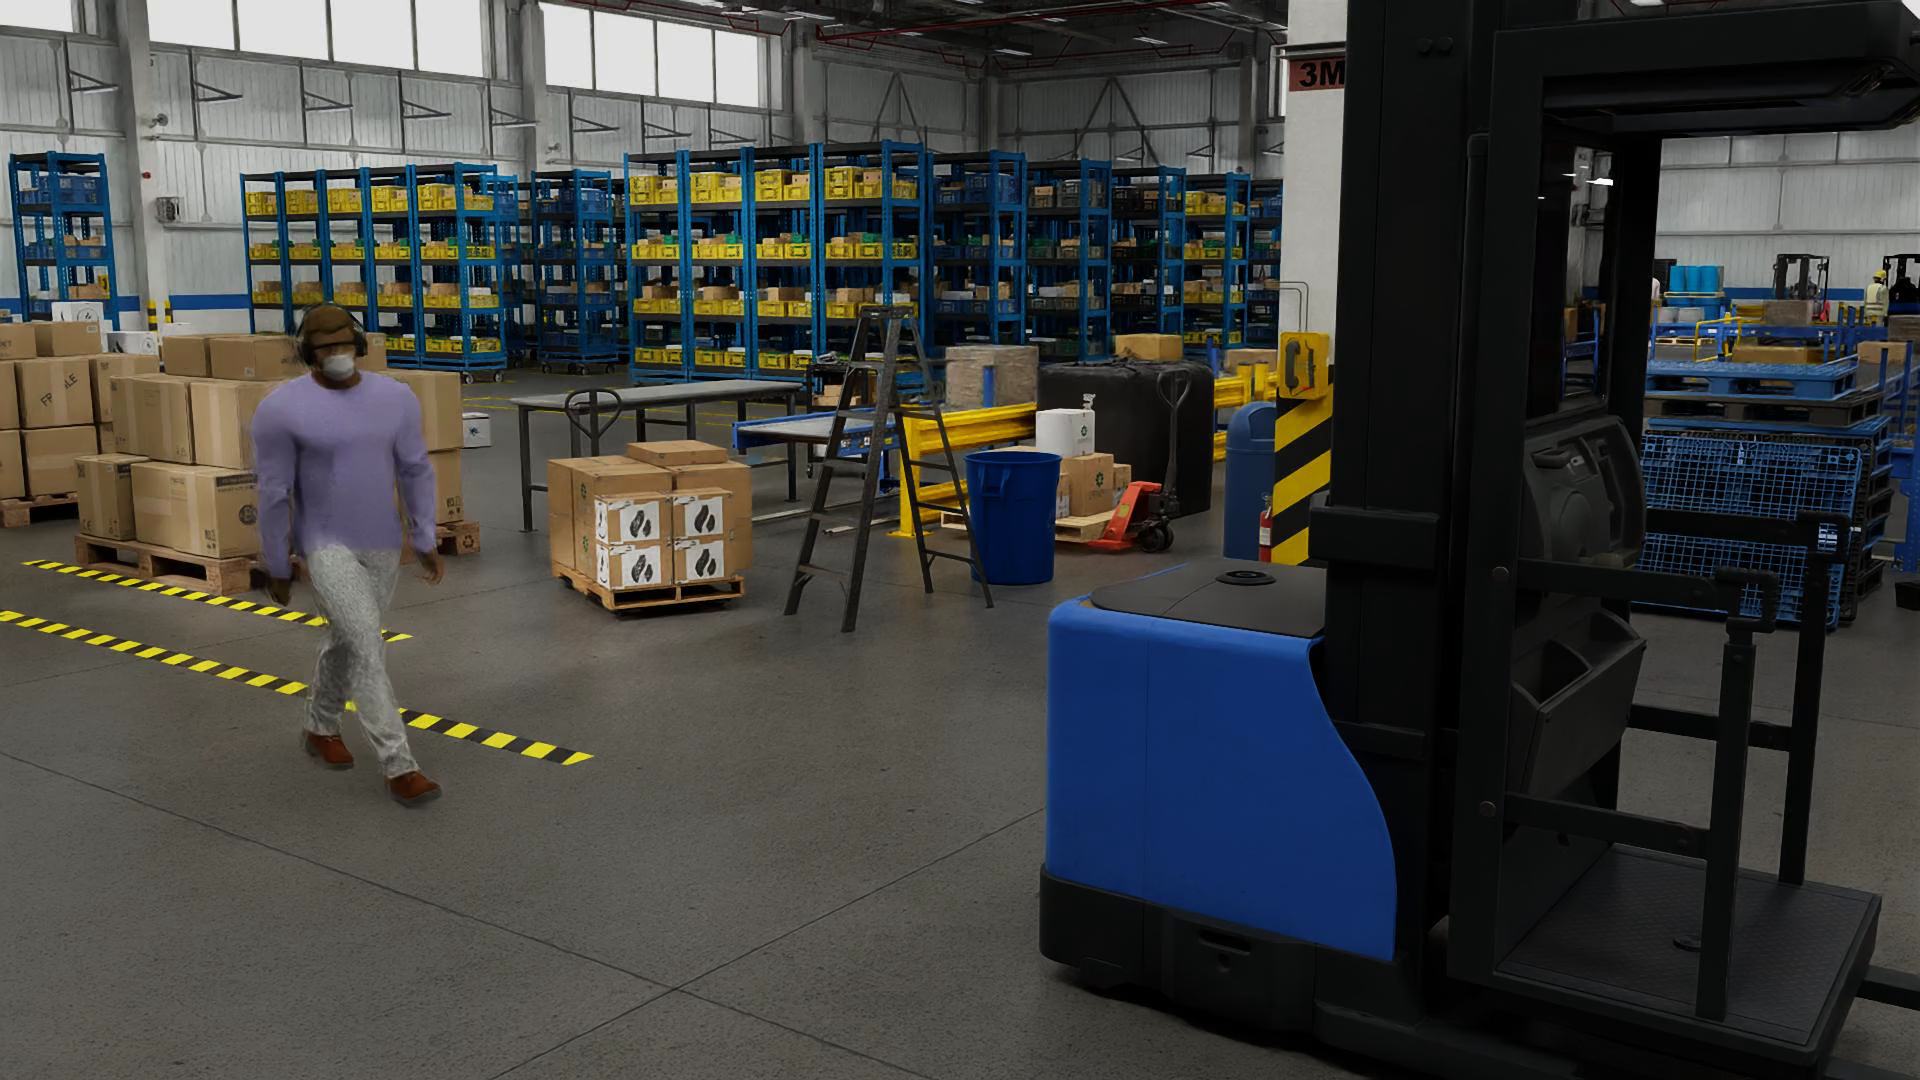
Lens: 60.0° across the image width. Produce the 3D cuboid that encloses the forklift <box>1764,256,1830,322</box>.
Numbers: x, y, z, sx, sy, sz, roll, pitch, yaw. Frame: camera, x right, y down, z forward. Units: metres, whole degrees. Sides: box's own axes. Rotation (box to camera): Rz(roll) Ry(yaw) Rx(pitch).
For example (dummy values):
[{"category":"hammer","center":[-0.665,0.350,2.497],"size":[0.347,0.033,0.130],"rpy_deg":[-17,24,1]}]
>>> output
[{"category":"forklift","center":[20.253,-5.854,40.139],"size":[1.157,1.987,2.680],"rpy_deg":[7,12,35]}]

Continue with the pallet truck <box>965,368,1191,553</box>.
[{"category":"pallet truck","center":[0.845,-0.609,11.869],"size":[1.630,1.274,0.653],"rpy_deg":[7,12,35]}]

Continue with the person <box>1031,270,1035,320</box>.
[{"category":"person","center":[1.676,-5.328,38.449],"size":[0.594,1.804,0.907],"rpy_deg":[9,13,44]}]

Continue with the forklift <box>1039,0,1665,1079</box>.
[{"category":"forklift","center":[1.249,-0.137,4.360],"size":[1.873,2.768,1.129],"rpy_deg":[7,12,35]}]

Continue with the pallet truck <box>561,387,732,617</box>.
[{"category":"pallet truck","center":[-1.981,-0.274,10.088],"size":[0.680,1.201,1.601],"rpy_deg":[-5,11,-28]}]

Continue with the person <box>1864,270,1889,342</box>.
[{"category":"person","center":[19.428,-4.797,35.232],"size":[0.403,1.832,0.586],"rpy_deg":[-3,10,-18]}]

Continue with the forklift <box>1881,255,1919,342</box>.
[{"category":"forklift","center":[22.089,-5.634,38.796],"size":[1.157,1.987,2.680],"rpy_deg":[6,11,33]}]

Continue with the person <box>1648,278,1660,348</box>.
[{"category":"person","center":[15.923,-5.423,38.744],"size":[0.642,1.905,0.399],"rpy_deg":[1,10,3]}]

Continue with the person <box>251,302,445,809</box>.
[{"category":"person","center":[-2.334,0.037,6.336],"size":[1.053,1.878,0.622],"rpy_deg":[8,13,40]}]
